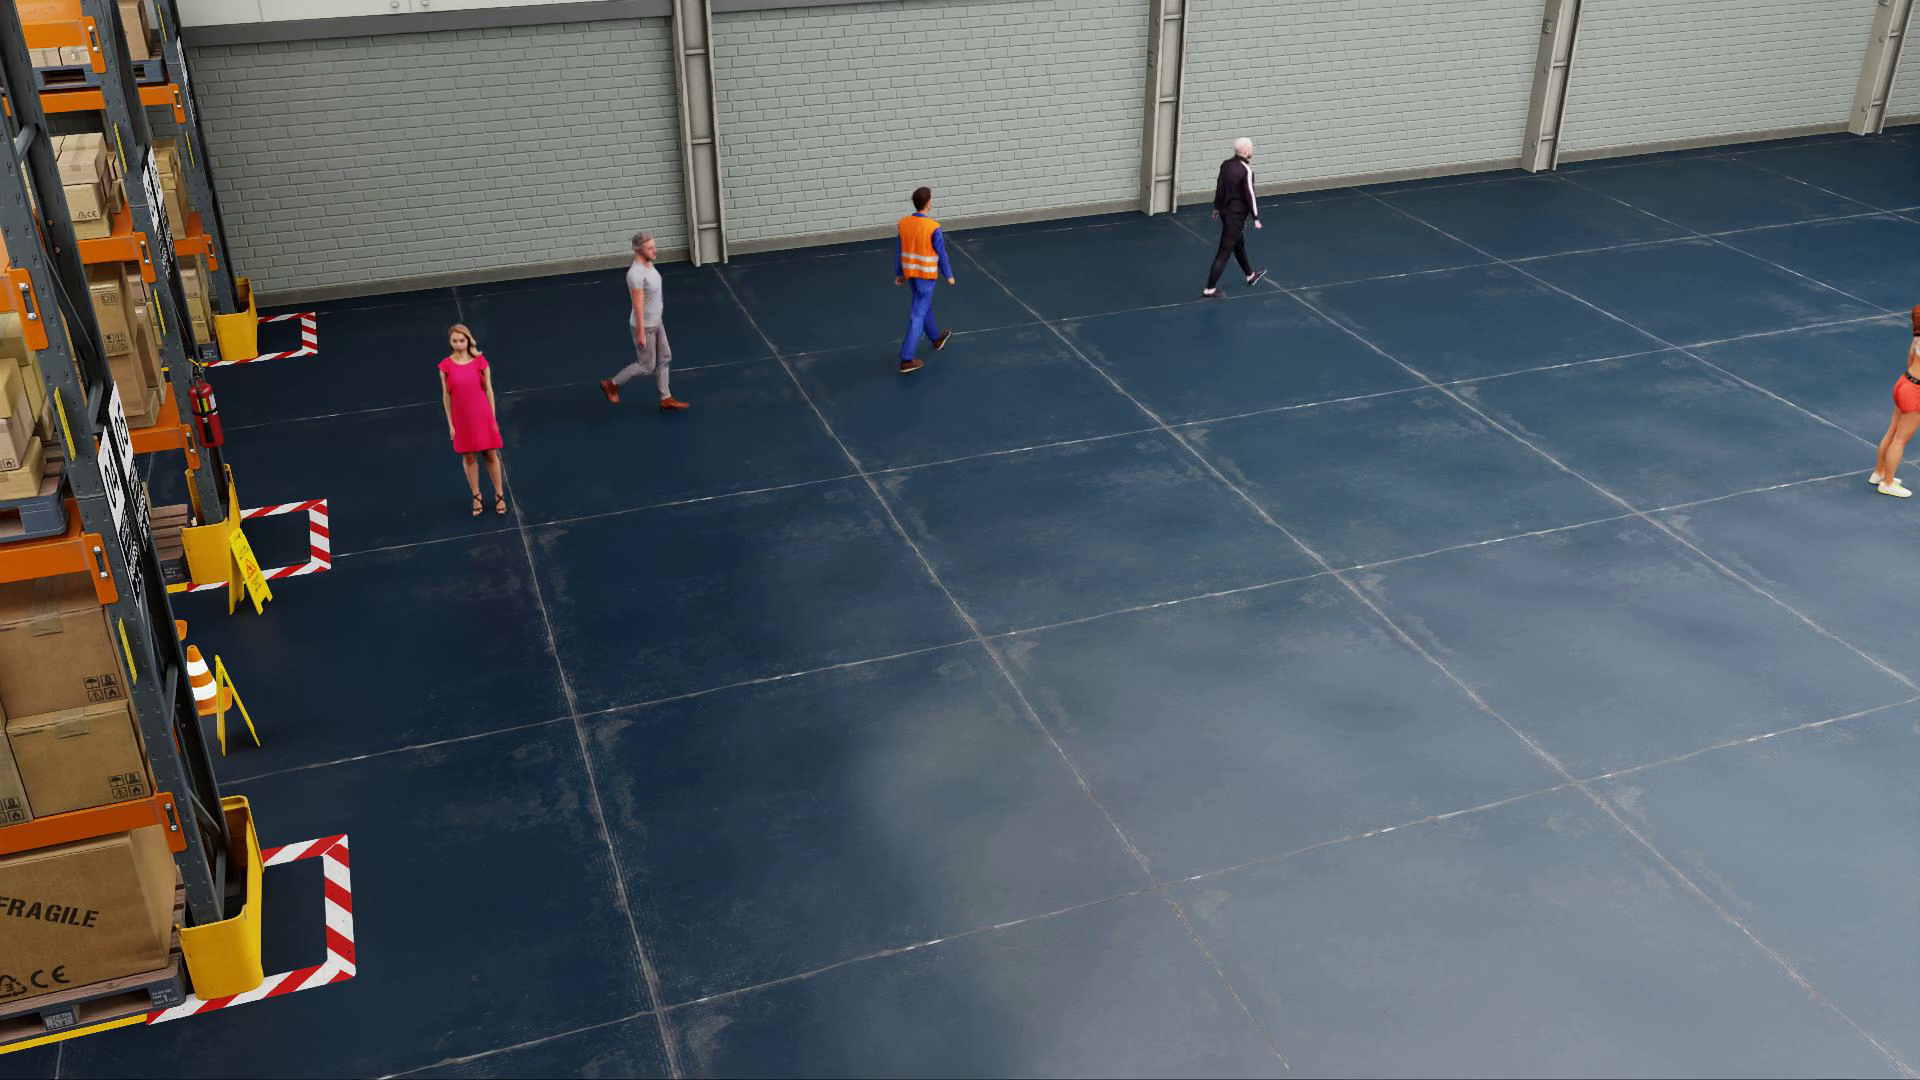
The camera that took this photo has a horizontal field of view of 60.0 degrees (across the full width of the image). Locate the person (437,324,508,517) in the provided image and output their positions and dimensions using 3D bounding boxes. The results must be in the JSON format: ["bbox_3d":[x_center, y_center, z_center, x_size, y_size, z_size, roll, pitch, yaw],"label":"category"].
[{"bbox_3d":[-4.041,-1.014,13.836,0.514,1.717,0.671,-6,29,-11],"label":"person"}]

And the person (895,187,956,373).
[{"bbox_3d":[-0.439,-2.566,16.648,1.076,1.814,1.276,21,35,34],"label":"person"}]

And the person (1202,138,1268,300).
[{"bbox_3d":[2.953,-3.526,18.478,1.178,1.789,0.770,-12,30,-22],"label":"person"}]

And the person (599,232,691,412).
[{"bbox_3d":[-3.036,-2.018,15.634,1.166,1.800,0.945,0,28,0],"label":"person"}]

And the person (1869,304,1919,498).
[{"bbox_3d":[8.138,-1.256,14.211,0.714,1.792,0.681,6,29,11],"label":"person"}]
